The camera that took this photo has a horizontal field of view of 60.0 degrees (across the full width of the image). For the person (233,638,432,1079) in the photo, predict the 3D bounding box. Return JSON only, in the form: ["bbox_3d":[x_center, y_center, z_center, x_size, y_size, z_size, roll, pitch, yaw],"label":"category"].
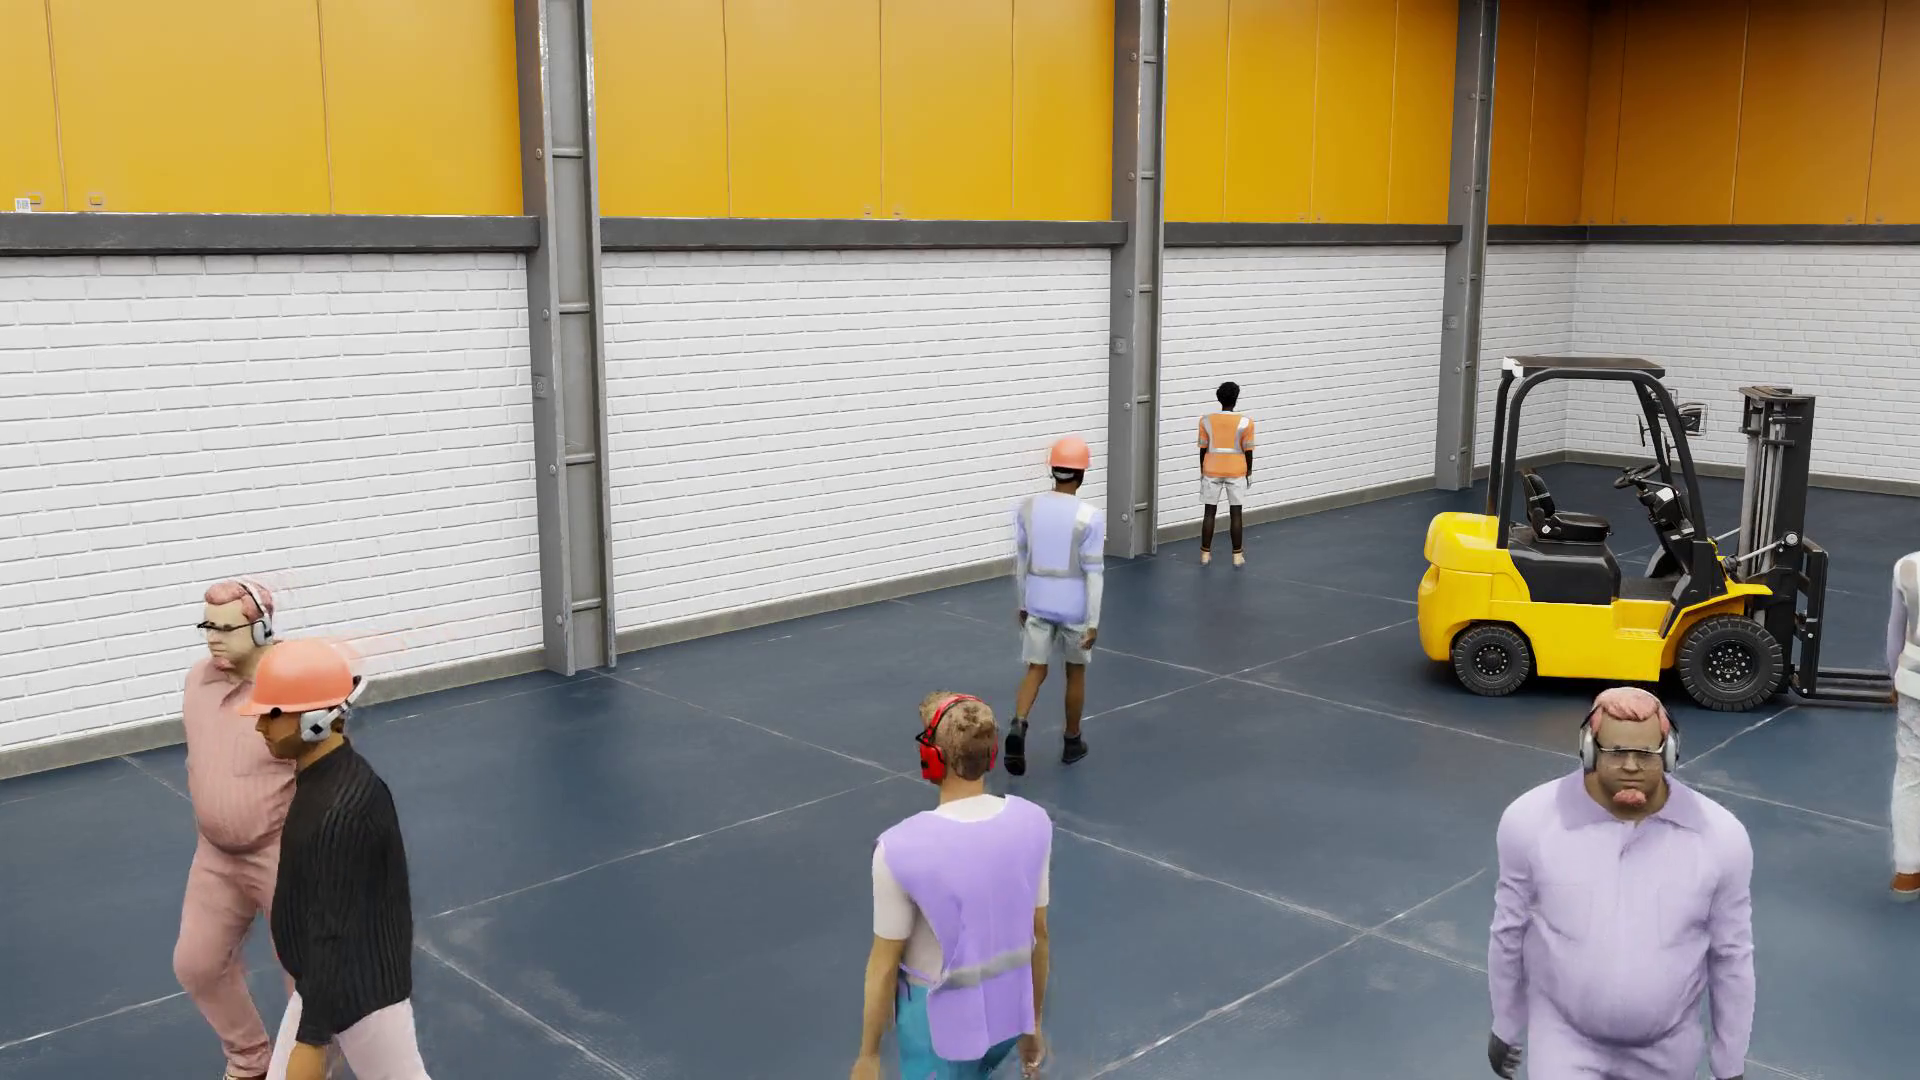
[{"bbox_3d":[-1.681,1.217,4.586,1.028,1.944,0.626,-6,12,-29],"label":"person"}]

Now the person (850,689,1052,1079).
[{"bbox_3d":[0.041,1.309,4.410,0.573,1.822,0.818,-10,14,-42],"label":"person"}]

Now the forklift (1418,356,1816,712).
[{"bbox_3d":[4.276,-0.101,11.076,2.313,2.155,1.214,2,11,13],"label":"forklift"}]

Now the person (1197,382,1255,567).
[{"bbox_3d":[2.422,-0.600,15.182,0.530,1.690,0.321,4,11,18],"label":"person"}]

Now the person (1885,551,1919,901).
[{"bbox_3d":[4.602,0.669,7.620,0.867,1.913,0.645,-8,13,-37],"label":"person"}]

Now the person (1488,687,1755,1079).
[{"bbox_3d":[1.745,1.280,4.441,0.650,1.868,0.944,3,11,14],"label":"person"}]

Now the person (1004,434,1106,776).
[{"bbox_3d":[0.525,0.375,9.258,0.563,1.919,0.771,5,12,26],"label":"person"}]

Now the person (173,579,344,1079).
[{"bbox_3d":[-2.371,1.063,5.550,0.674,1.887,0.558,4,11,21],"label":"person"}]
